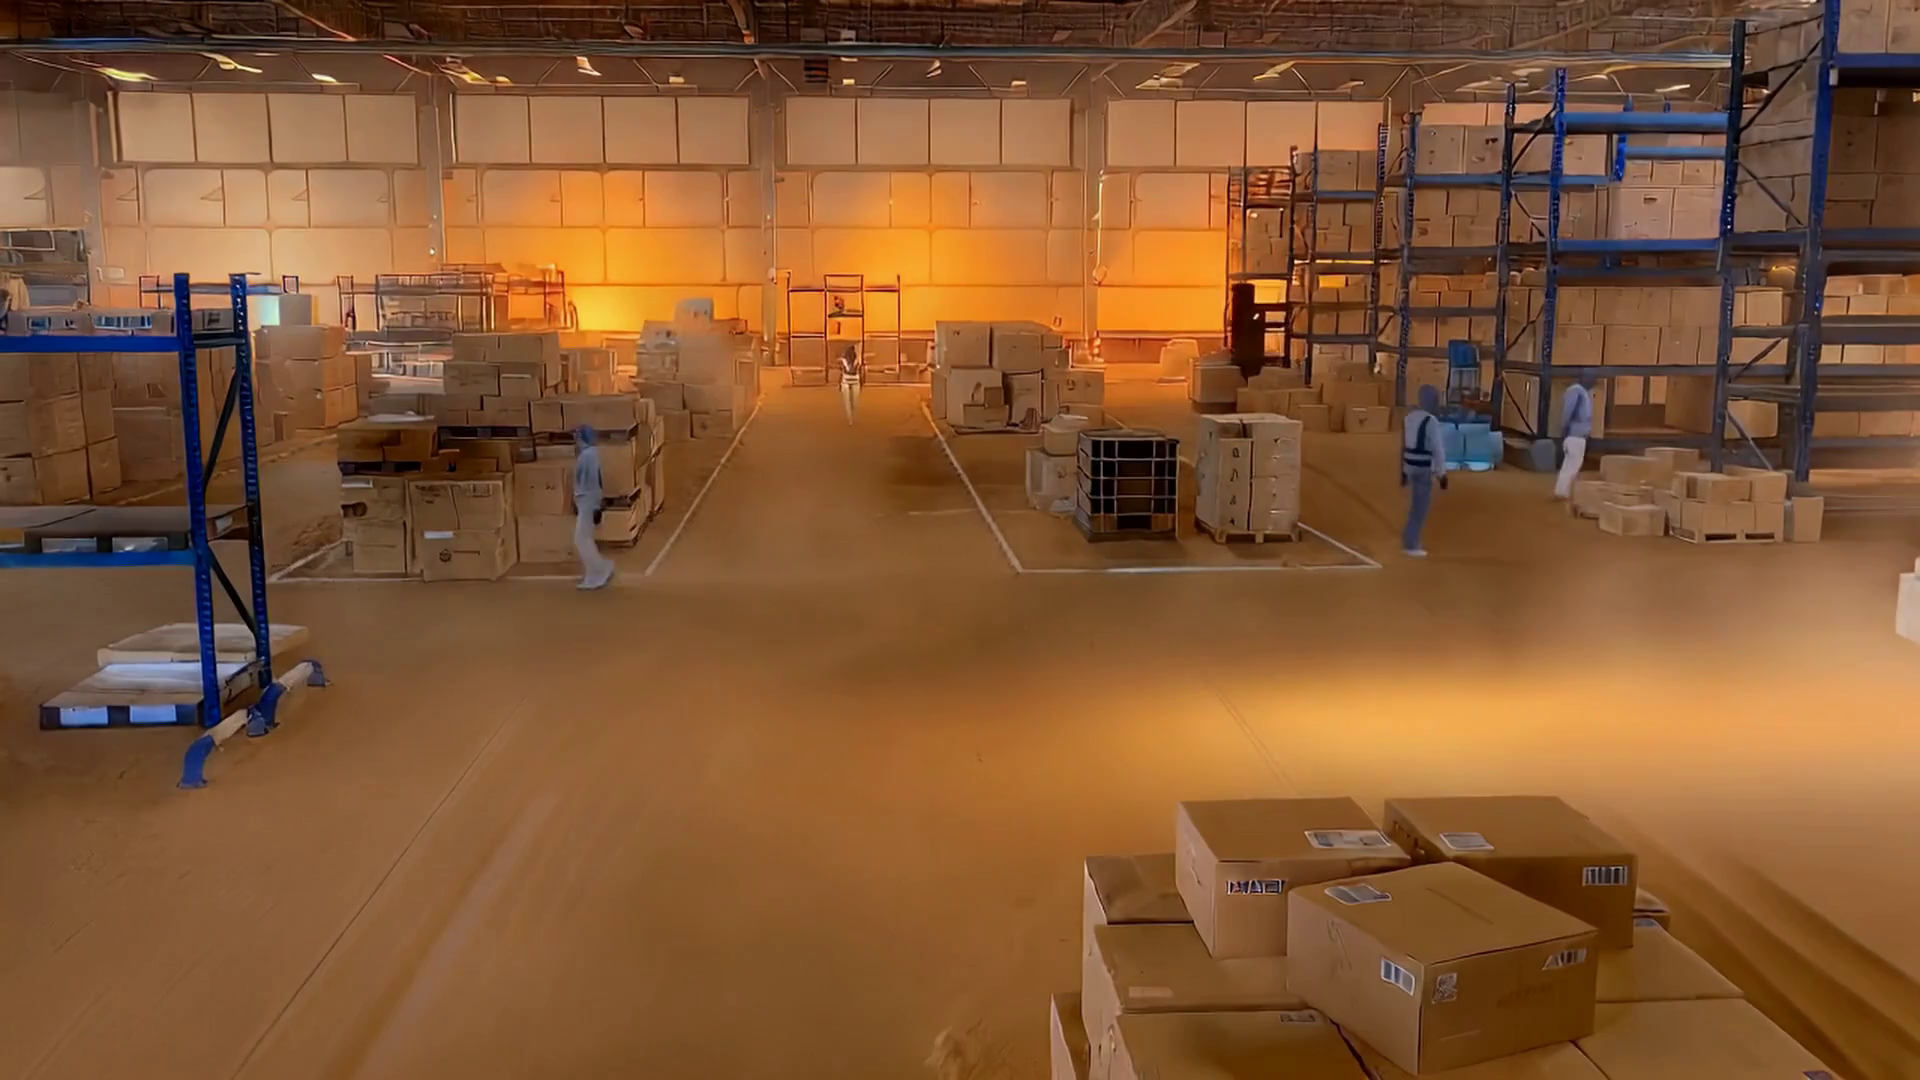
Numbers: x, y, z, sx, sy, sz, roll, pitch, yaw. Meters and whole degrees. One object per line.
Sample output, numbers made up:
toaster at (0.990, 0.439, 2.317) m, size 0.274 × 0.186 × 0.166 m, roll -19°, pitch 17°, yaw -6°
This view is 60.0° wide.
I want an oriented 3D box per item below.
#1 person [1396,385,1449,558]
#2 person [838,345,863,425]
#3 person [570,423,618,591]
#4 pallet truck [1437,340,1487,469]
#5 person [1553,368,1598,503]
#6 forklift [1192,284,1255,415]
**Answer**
person at (4.929, -0.719, 17.731) m, size 0.463 × 1.868 × 0.582 m, roll -2°, pitch 9°, yaw -14°
person at (-2.243, -3.160, 33.810) m, size 0.519 × 1.625 × 0.568 m, roll -2°, pitch 9°, yaw -13°
person at (-3.565, -0.308, 15.882) m, size 0.377 × 1.626 × 0.526 m, roll -3°, pitch 10°, yaw -19°
pallet truck at (8.004, -2.170, 26.422) m, size 0.823 × 1.965 × 1.885 m, roll 2°, pitch 9°, yaw 14°
person at (8.161, -1.382, 22.080) m, size 0.499 × 1.804 × 0.647 m, roll 6°, pitch 11°, yaw 33°
forklift at (5.999, -4.068, 35.573) m, size 1.873 × 2.768 × 1.129 m, roll -1°, pitch 9°, yaw -4°
